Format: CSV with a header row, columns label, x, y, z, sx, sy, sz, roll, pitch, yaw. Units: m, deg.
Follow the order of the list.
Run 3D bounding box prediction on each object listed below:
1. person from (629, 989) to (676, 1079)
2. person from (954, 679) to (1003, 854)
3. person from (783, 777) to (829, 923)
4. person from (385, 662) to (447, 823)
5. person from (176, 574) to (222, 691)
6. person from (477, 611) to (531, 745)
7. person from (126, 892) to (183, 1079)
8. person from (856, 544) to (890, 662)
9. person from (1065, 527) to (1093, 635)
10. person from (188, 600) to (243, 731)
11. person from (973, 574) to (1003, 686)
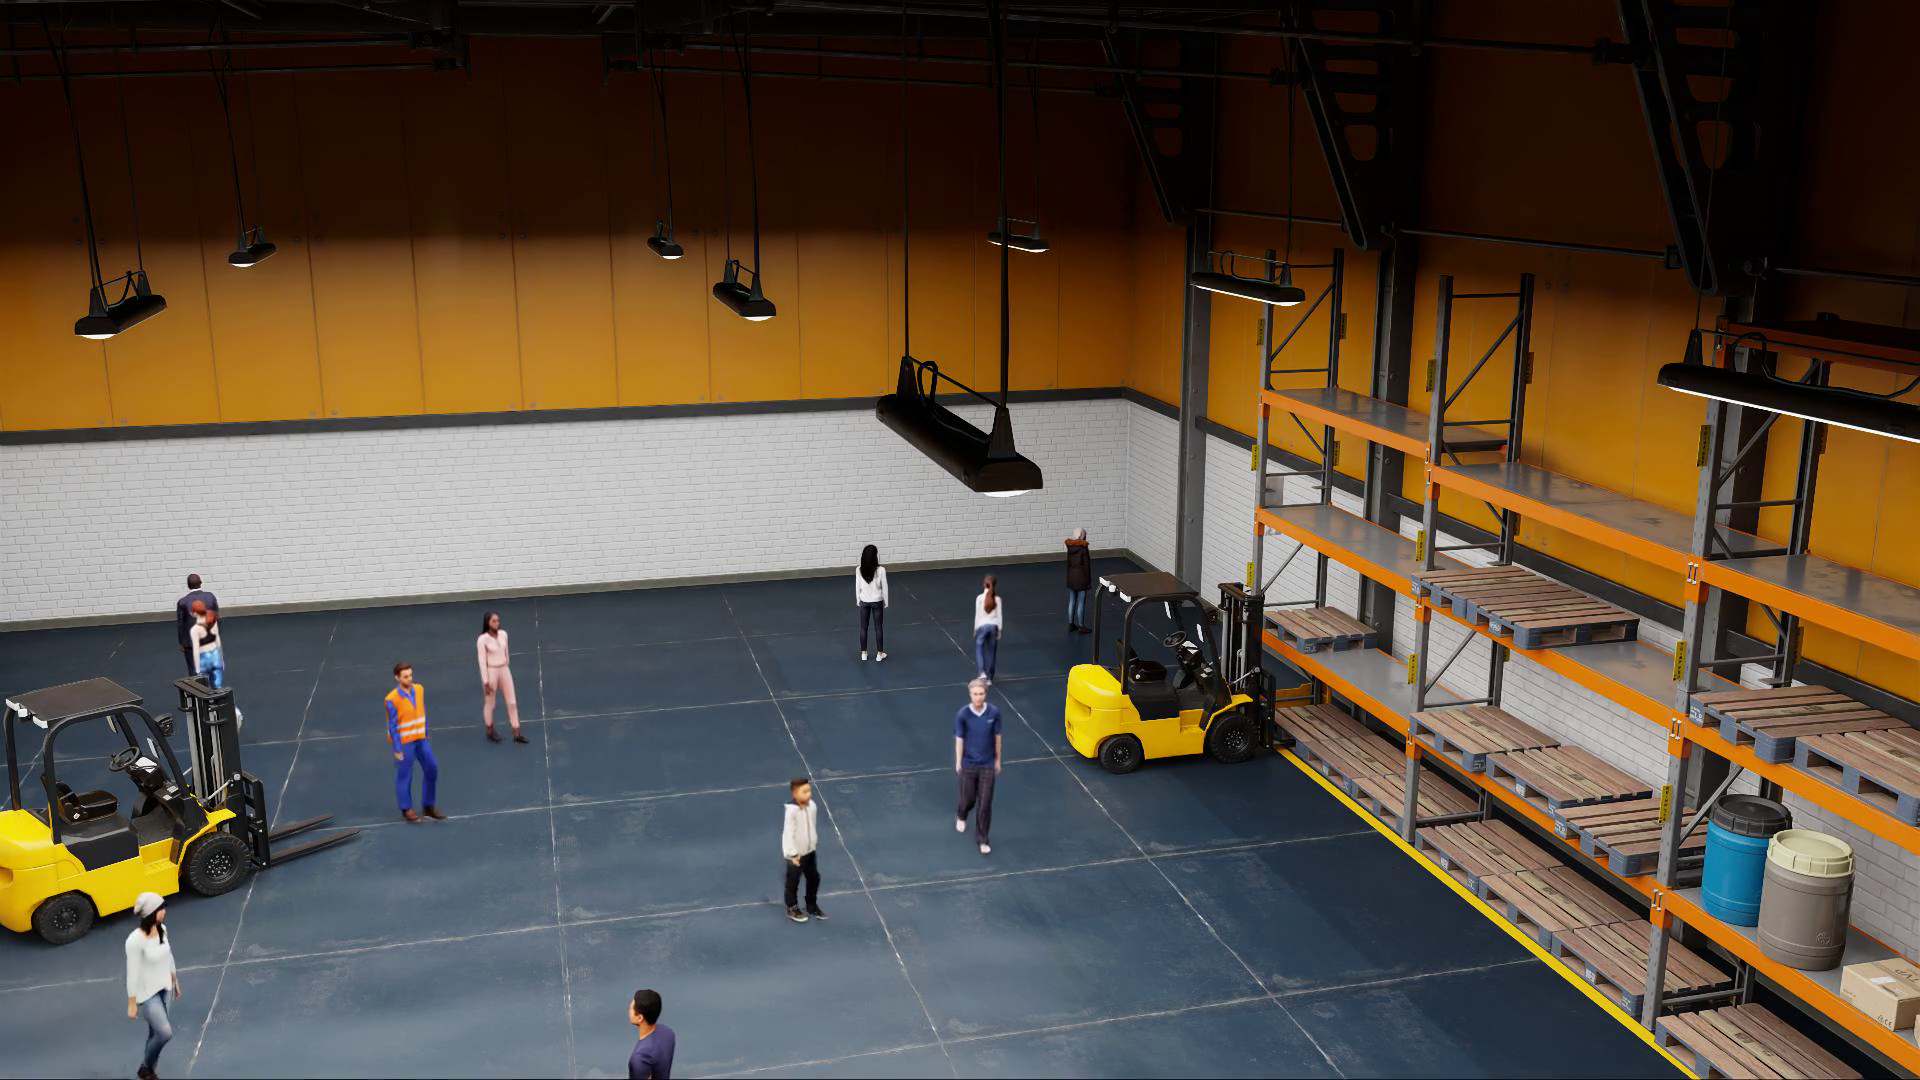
label,x,y,z,sx,sy,sz,roll,pitch,yaw
person,-2.075,3.874,11.299,0.775,1.793,0.624,2,14,10
person,0.176,2.337,17.510,0.691,1.858,0.833,-3,14,-11
person,-1.579,2.945,15.884,0.770,1.441,0.718,12,18,40
person,-6.057,2.197,18.119,0.984,1.843,0.924,8,16,31
person,-9.947,1.326,21.766,0.775,1.819,0.772,-12,18,-41
person,-5.783,1.702,20.492,1.079,1.689,0.978,10,17,36
person,-6.396,3.536,13.029,0.768,1.636,0.669,4,14,14
person,-1.275,0.887,23.834,0.698,1.700,0.688,2,14,9
person,1.792,0.599,25.165,0.780,1.633,0.674,-12,18,-40
person,-9.285,1.610,20.710,1.029,1.764,0.977,8,16,29
person,0.381,1.246,22.673,0.611,1.548,0.654,-1,14,-3
